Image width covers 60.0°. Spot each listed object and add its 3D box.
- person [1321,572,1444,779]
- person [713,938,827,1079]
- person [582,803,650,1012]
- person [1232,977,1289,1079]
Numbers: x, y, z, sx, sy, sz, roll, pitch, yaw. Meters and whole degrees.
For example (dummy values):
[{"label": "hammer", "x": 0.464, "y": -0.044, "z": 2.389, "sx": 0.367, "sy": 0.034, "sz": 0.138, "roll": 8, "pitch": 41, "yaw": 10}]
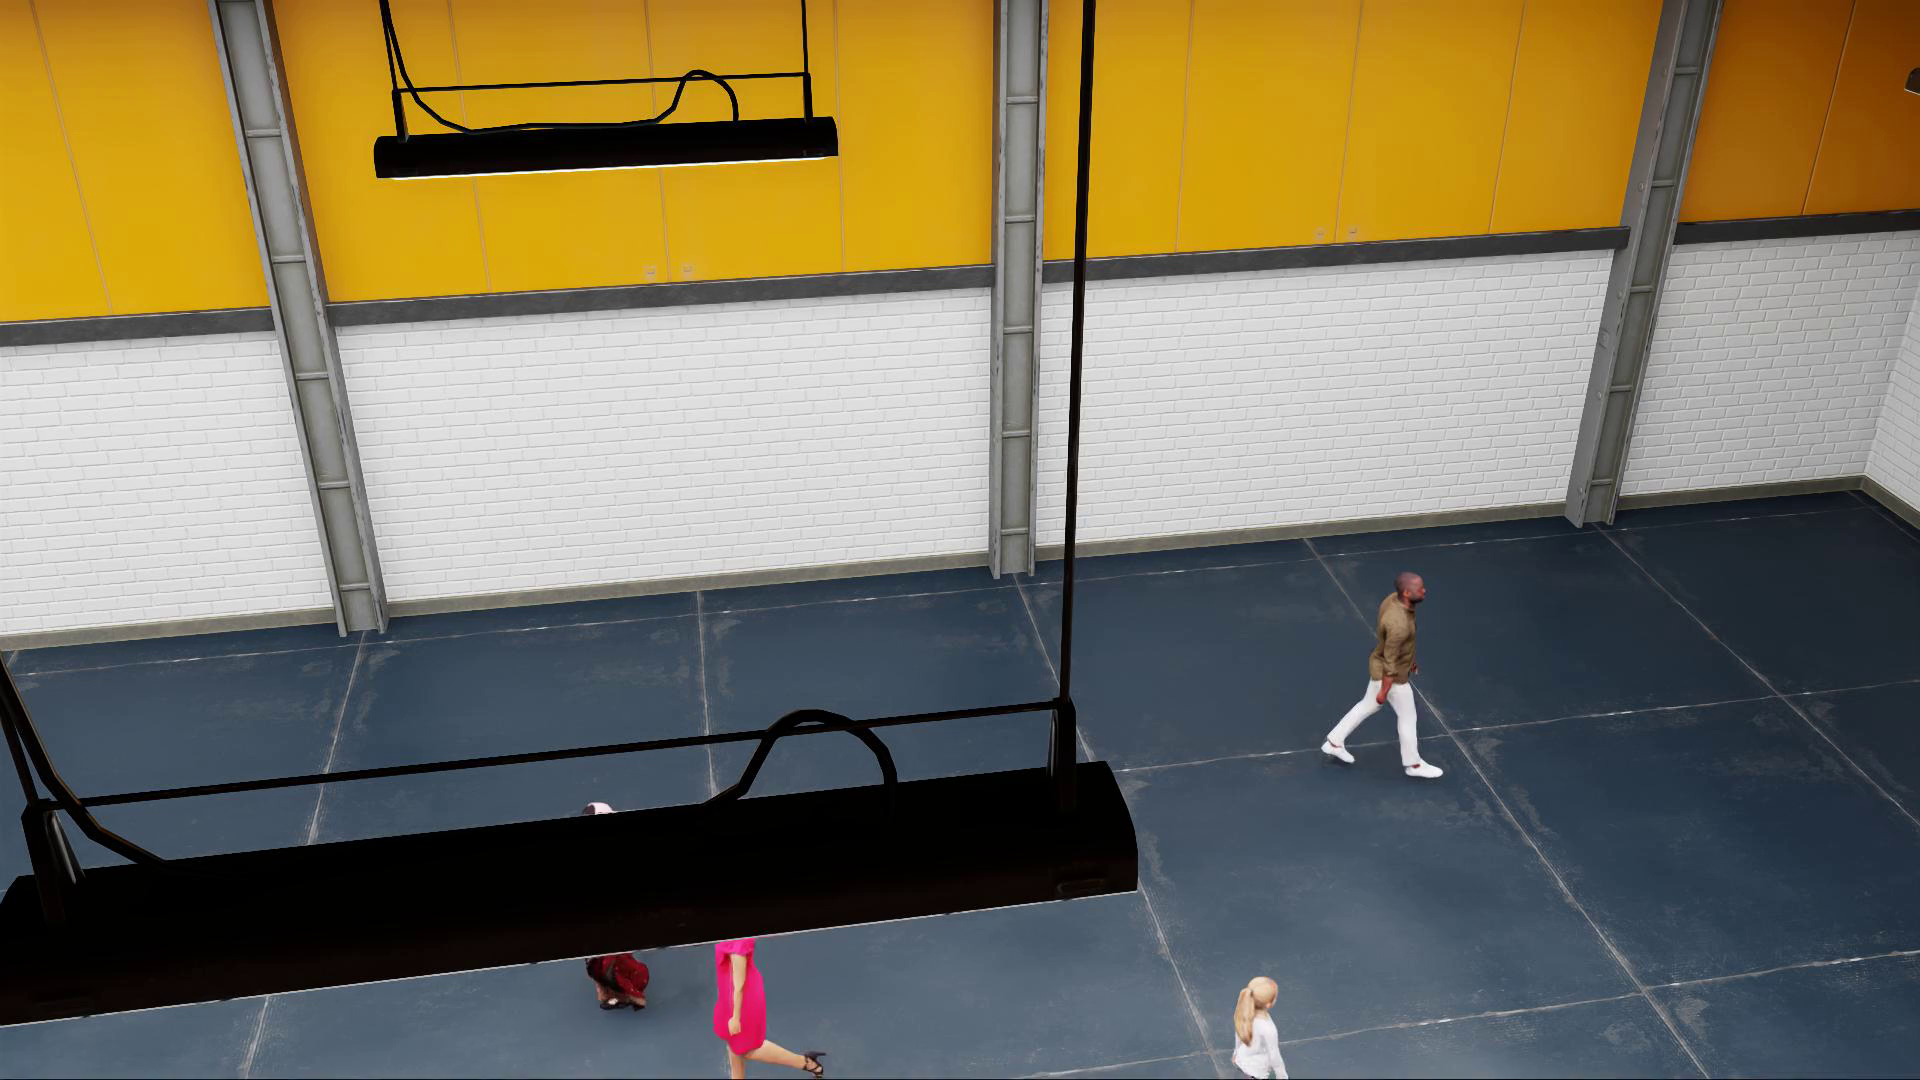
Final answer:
[{"label": "person", "x": 3.233, "y": 1.024, "z": 12.807, "sx": 1.259, "sy": 1.794, "sz": 0.959, "roll": 4, "pitch": 29, "yaw": 7}, {"label": "person", "x": -1.193, "y": 2.700, "z": 9.823, "sx": 0.877, "sy": 1.709, "sz": 0.589, "roll": -4, "pitch": 29, "yaw": -7}, {"label": "person", "x": -2.170, "y": 2.323, "z": 10.600, "sx": 0.765, "sy": 1.626, "sz": 0.733, "roll": -16, "pitch": 32, "yaw": -26}, {"label": "person", "x": 1.643, "y": 3.073, "z": 9.617, "sx": 0.910, "sy": 1.252, "sz": 0.569, "roll": -9, "pitch": 30, "yaw": -16}]
